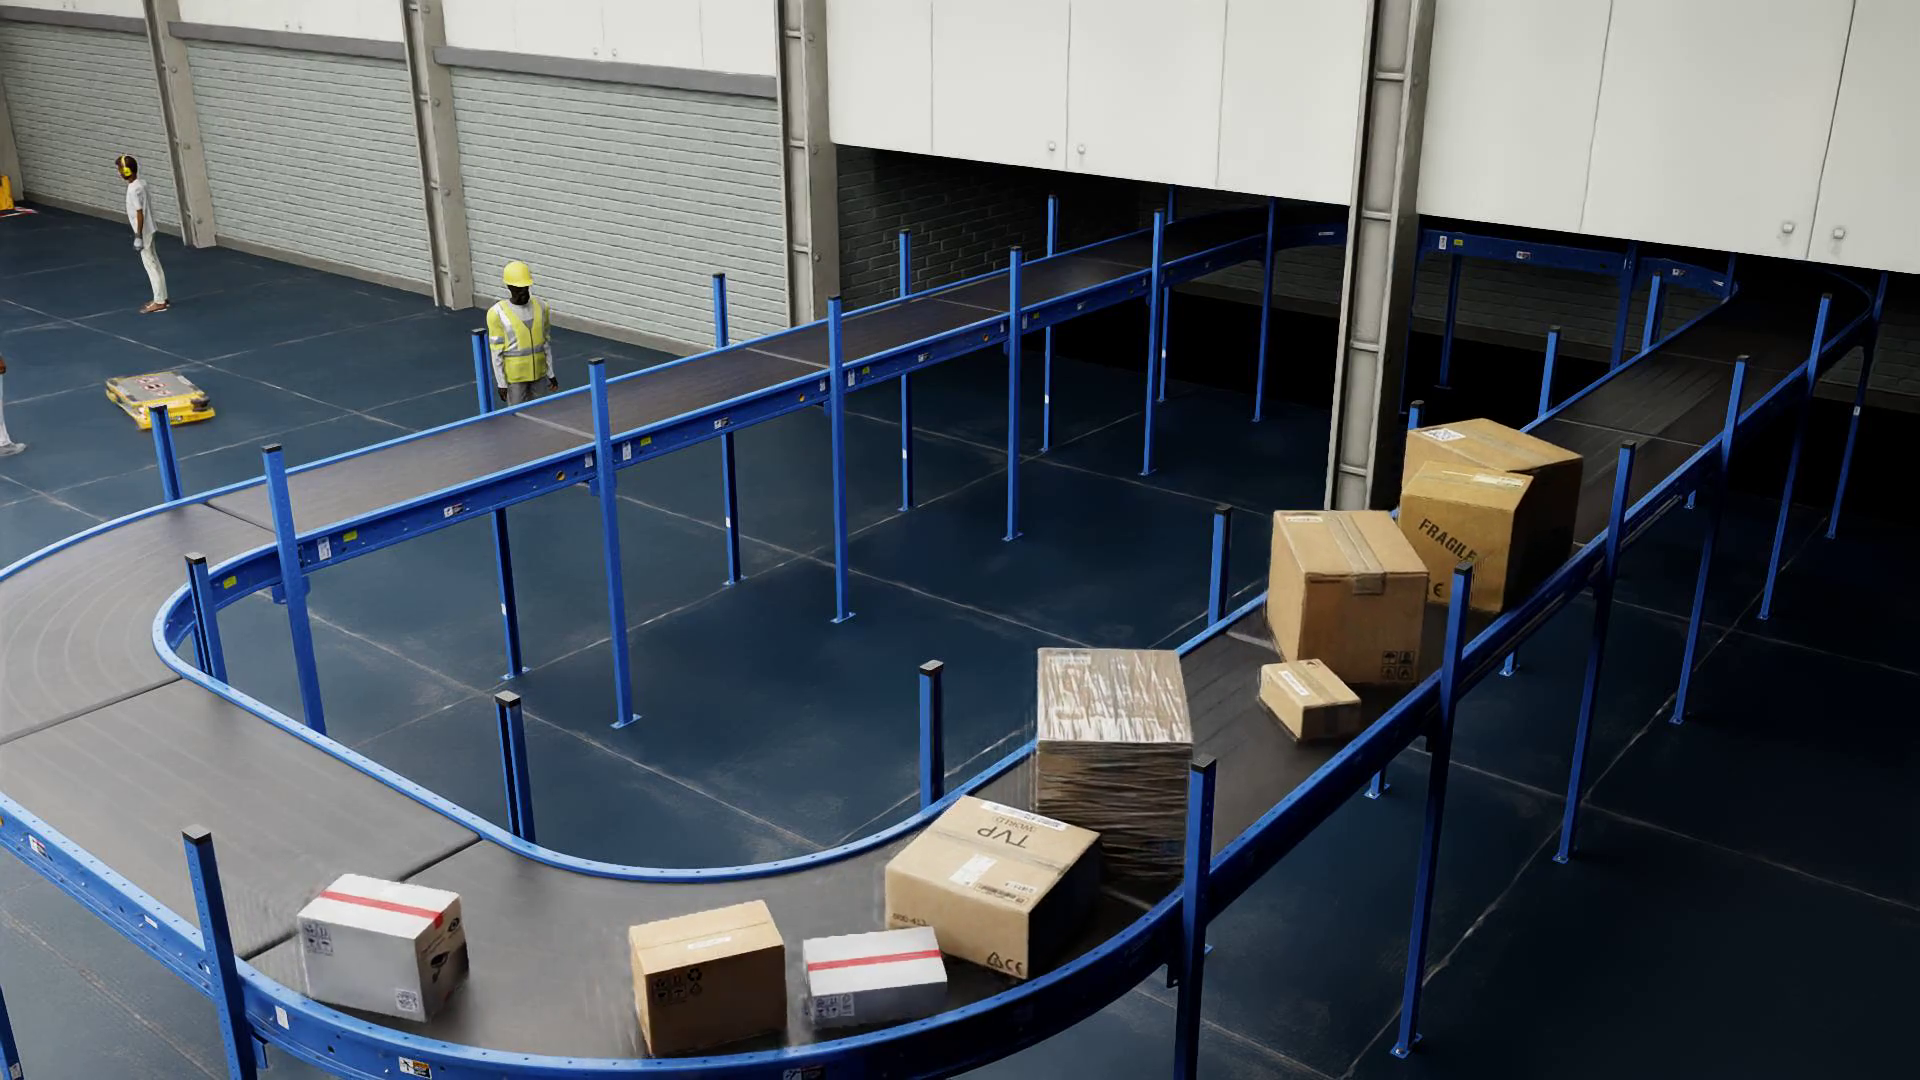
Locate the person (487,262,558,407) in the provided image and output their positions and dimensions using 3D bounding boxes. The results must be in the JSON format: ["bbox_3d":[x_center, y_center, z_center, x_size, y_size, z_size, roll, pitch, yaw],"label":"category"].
[{"bbox_3d":[-3.694,-1.418,14.164,0.370,1.927,0.588,18,28,38],"label":"person"}]

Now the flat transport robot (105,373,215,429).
[{"bbox_3d":[-7.883,-1.402,16.348,0.652,0.197,1.431,-16,27,-35],"label":"flat transport robot"}]

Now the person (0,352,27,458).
[{"bbox_3d":[-8.763,-1.691,14.849,0.599,1.939,0.412,12,25,28],"label":"person"}]

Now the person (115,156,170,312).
[{"bbox_3d":[-9.825,-3.675,19.985,0.326,1.865,0.518,-4,22,-11],"label":"person"}]
